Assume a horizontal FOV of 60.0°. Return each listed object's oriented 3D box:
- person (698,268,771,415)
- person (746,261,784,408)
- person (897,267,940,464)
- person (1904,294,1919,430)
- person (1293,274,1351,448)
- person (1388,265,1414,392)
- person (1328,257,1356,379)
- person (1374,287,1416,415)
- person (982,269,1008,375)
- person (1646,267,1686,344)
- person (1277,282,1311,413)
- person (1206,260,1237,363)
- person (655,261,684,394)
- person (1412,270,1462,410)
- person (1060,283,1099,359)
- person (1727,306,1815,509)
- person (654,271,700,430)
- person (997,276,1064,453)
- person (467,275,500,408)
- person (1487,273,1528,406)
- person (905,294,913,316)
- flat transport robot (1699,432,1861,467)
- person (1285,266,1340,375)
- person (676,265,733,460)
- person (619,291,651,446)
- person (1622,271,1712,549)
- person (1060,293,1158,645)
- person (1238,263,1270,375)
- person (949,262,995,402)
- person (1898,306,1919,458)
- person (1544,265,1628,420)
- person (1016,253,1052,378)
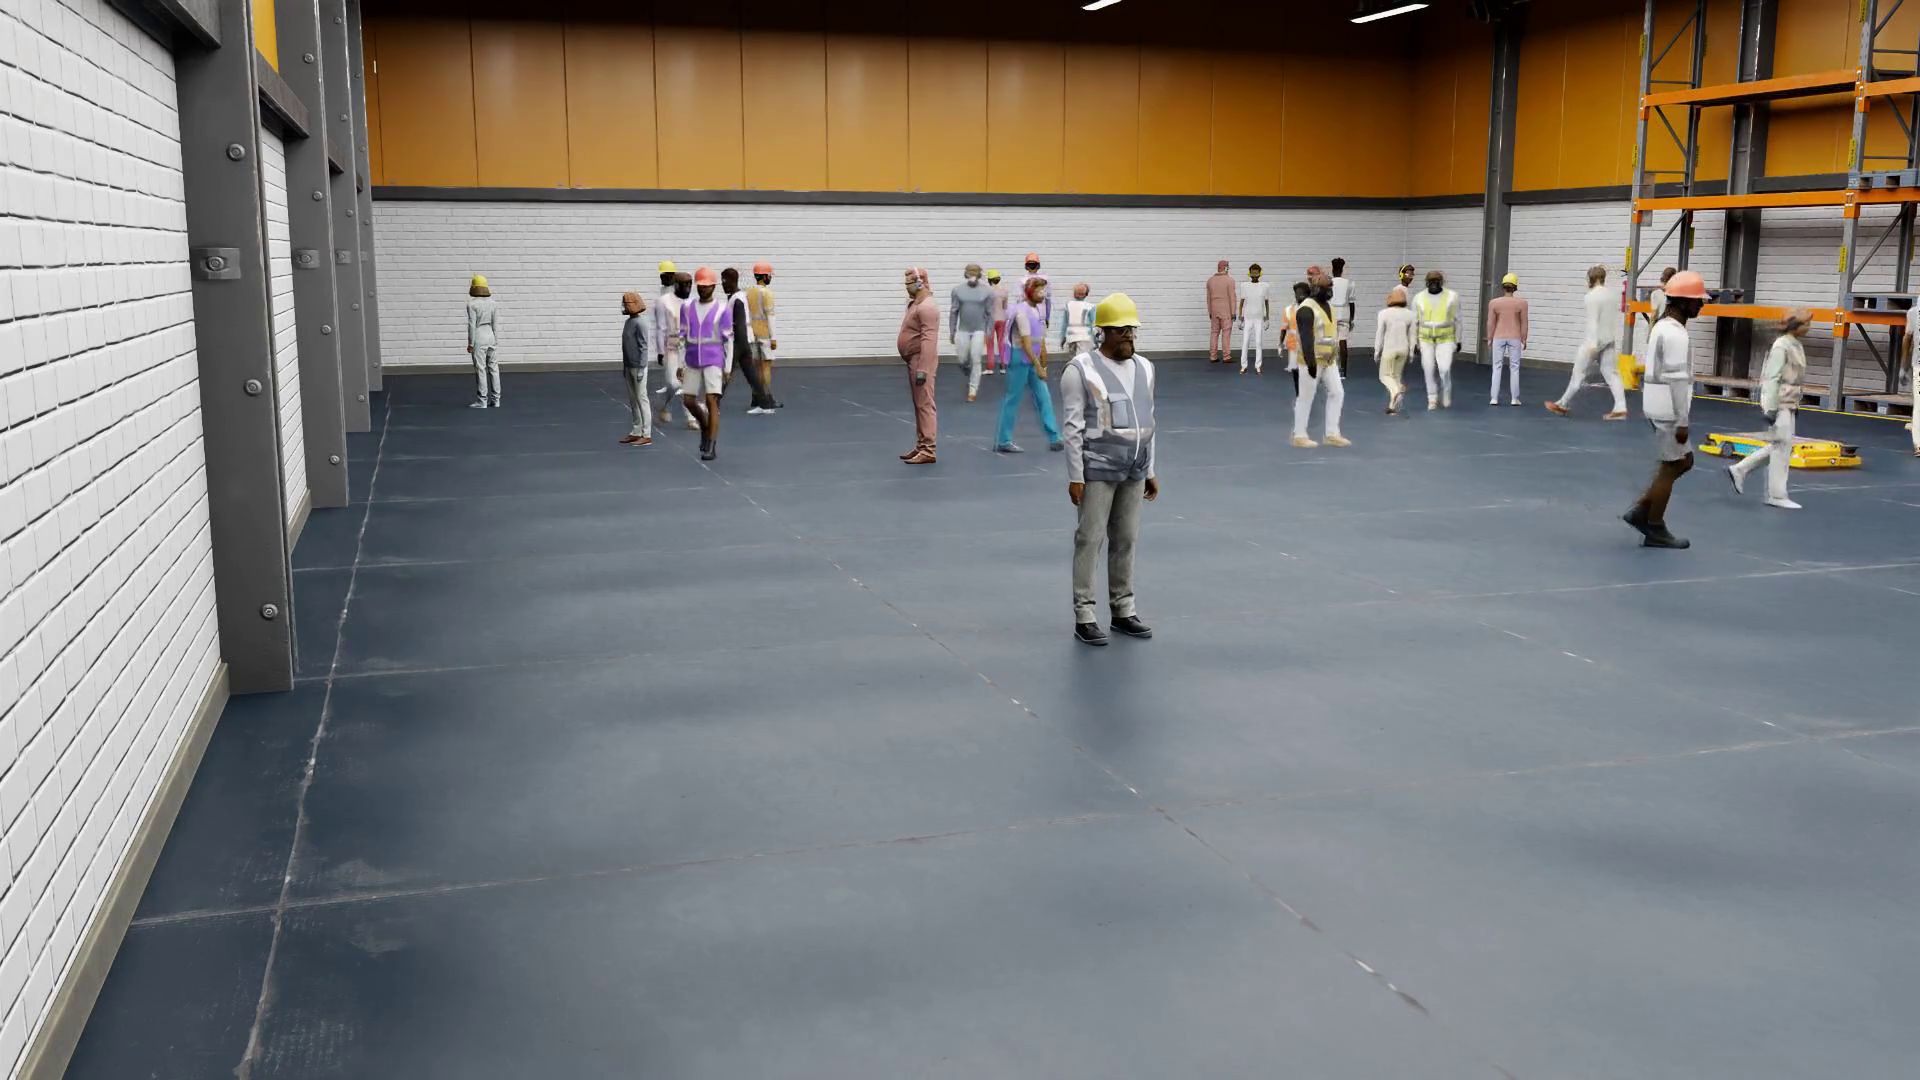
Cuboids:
[{"bbox_3d":[-2.868,-2.492,20.983,1.012,1.853,0.577,-1,10,-6],"label":"person"},{"bbox_3d":[-2.592,-2.709,21.966,0.355,1.939,0.543,-9,13,-41],"label":"person"},{"bbox_3d":[-0.403,-1.693,16.191,0.408,1.903,0.638,-1,10,-7],"label":"person"},{"bbox_3d":[11.252,-2.268,19.114,0.682,2.000,0.535,0,10,1],"label":"person"},{"bbox_3d":[3.818,-1.853,17.366,0.725,1.818,0.646,9,13,41],"label":"person"},{"bbox_3d":[6.561,-3.135,24.647,0.335,1.865,0.519,6,11,30],"label":"person"},{"bbox_3d":[6.080,-3.576,26.897,0.612,1.965,0.361,0,10,1],"label":"person"},{"bbox_3d":[5.463,-2.354,20.829,0.511,1.612,0.519,-2,10,-10],"label":"person"},{"bbox_3d":[0.572,-3.657,27.940,0.525,1.772,0.306,-6,11,-30],"label":"person"},{"bbox_3d":[9.857,-2.878,23.210,0.511,1.844,0.328,0,10,1],"label":"person"},{"bbox_3d":[4.271,-2.418,21.059,0.547,1.669,0.762,7,12,35],"label":"person"},{"bbox_3d":[4.892,-4.244,30.942,0.411,1.908,0.643,-9,14,-44],"label":"person"},{"bbox_3d":[-4.189,-3.062,24.039,0.366,1.926,0.594,-9,13,-41],"label":"person"},{"bbox_3d":[6.179,-2.583,21.604,0.672,1.815,0.437,5,11,25],"label":"person"},{"bbox_3d":[1.730,-2.786,23.320,0.546,1.608,0.757,7,12,35],"label":"person"},{"bbox_3d":[6.526,-1.073,13.380,0.549,1.621,0.538,8,12,38],"label":"person"},{"bbox_3d":[-3.226,-2.186,19.244,0.646,1.829,0.526,-7,12,-33],"label":"person"},{"bbox_3d":[0.769,-1.754,16.829,0.926,1.794,0.580,4,11,23],"label":"person"},{"bbox_3d":[-6.323,-2.617,21.994,0.295,1.743,0.493,6,11,31],"label":"person"},{"bbox_3d":[7.323,-2.675,22.262,0.523,1.769,0.315,4,11,22],"label":"person"},{"bbox_3d":[-0.704,-3.779,29.089,0.519,1.618,0.635,-4,10,-20],"label":"person"},{"bbox_3d":[8.024,-0.901,16.316,0.652,0.197,1.431,-3,10,-16],"label":"flat transport robot"},{"bbox_3d":[5.916,-3.625,27.619,1.014,1.830,0.598,-4,10,-21],"label":"person"},{"bbox_3d":[-2.541,-1.773,16.591,0.588,1.921,0.640,2,10,11],"label":"person"},{"bbox_3d":[-3.469,-1.823,17.713,0.279,1.633,0.501,-6,12,-32],"label":"person"},{"bbox_3d":[4.926,-0.887,11.465,0.403,1.918,0.565,2,10,13],"label":"person"},{"bbox_3d":[0.807,-0.373,8.744,0.588,1.833,0.404,-7,12,-34],"label":"person"},{"bbox_3d":[4.941,-3.708,27.964,0.530,1.864,0.312,2,10,11],"label":"person"},{"bbox_3d":[0.178,-2.859,22.908,0.637,1.920,0.573,2,10,11],"label":"person"},{"bbox_3d":[9.816,-1.754,16.801,0.540,1.818,0.971,5,11,25],"label":"person"},{"bbox_3d":[7.778,-2.419,20.436,0.645,1.877,1.057,-8,13,-40],"label":"person"},{"bbox_3d":[1.170,-3.592,26.790,0.605,2.038,0.394,-3,10,-19],"label":"person"}]
